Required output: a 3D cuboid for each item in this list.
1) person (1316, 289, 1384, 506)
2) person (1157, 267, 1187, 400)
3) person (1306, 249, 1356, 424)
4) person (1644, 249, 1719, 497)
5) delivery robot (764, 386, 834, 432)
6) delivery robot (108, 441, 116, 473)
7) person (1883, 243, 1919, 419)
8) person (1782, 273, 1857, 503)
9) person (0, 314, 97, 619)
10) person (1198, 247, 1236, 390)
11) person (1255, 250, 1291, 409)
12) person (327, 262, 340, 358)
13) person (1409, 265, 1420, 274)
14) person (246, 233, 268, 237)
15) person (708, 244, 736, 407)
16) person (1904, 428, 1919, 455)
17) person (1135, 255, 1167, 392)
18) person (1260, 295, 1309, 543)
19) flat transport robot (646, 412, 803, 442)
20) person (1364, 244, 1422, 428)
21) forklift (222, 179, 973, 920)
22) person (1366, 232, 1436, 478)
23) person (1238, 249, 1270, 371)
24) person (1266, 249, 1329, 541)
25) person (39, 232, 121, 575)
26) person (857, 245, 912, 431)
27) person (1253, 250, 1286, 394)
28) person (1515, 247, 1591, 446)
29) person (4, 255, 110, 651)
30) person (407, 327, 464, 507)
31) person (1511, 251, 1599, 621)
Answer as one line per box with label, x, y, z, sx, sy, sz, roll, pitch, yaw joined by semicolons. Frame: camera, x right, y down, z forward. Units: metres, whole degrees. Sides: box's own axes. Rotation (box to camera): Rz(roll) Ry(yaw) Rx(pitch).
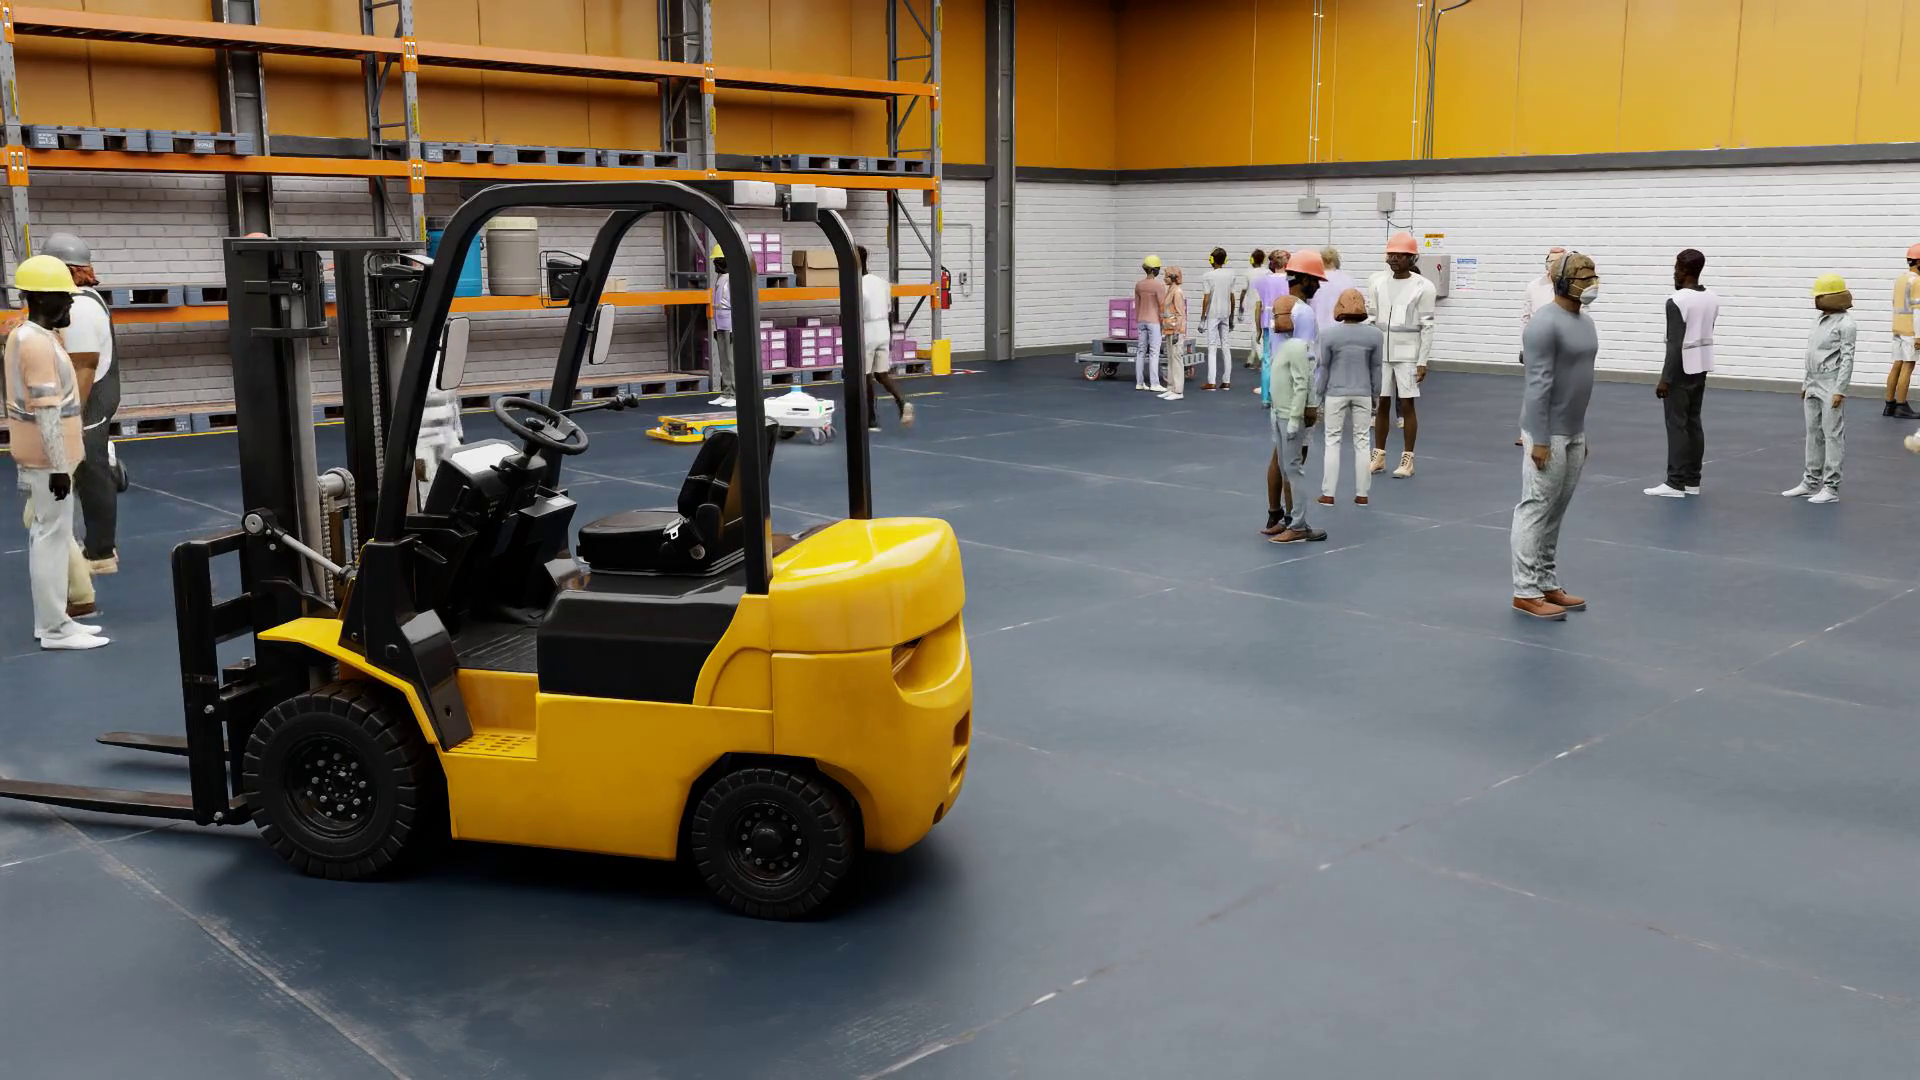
person;2.911;-1.061;12.463;0.501;1.626;0.278;0;10;0
person;2.632;-2.545;20.511;0.315;1.641;0.515;-1;10;-5
person;3.954;-2.208;18.077;0.649;1.877;1.056;3;11;17
person;5.628;-1.288;12.900;0.599;1.917;0.377;-8;13;-37
delivery robot;-1.596;-1.264;16.235;0.707;0.478;0.477;4;11;19
delivery robot;-6.965;-0.686;13.086;0.707;0.478;0.477;8;13;38
person;10.544;-2.312;18.434;0.360;1.935;0.552;1;10;5
person;6.562;-1.151;12.655;0.311;1.735;0.483;-1;10;-5
person;-4.778;-0.377;8.739;0.392;1.609;0.559;-2;11;-12
person;3.359;-2.890;21.767;0.521;1.874;0.328;-4;11;-21
person;3.699;-2.438;19.365;0.565;1.847;0.396;6;12;30
person;-4.747;-1.336;13.112;0.357;1.938;0.545;-4;11;-23
person;5.476;-2.525;20.288;0.538;1.674;0.606;2;11;10
person;-5.774;-1.509;13.770;0.388;2.039;0.615;-9;14;-42
person;-2.776;-2.541;19.710;0.371;1.927;0.588;-7;12;-32
person;9.056;-1.619;15.041;0.648;1.801;0.925;-1;10;-3
person;2.484;-2.811;21.612;0.307;1.772;0.525;-9;13;-39
person;2.168;-0.798;11.008;0.268;1.631;0.507;0;10;0
flat transport robot;-2.354;-1.151;16.650;1.431;0.197;0.652;-7;13;-35
person;4.563;-2.174;17.524;0.611;1.995;0.375;2;11;13
forklift;-1.114;-0.058;5.440;2.313;2.155;1.214;2;11;13
person;3.651;-1.540;13.925;0.608;2.048;0.365;9;14;42
person;4.463;-3.447;24.934;0.529;1.835;0.951;-3;11;-15
person;2.251;-0.959;11.077;0.366;1.931;0.542;-2;11;-13
person;-5.326;-0.811;9.965;0.537;2.000;0.682;-4;11;-23
person;-0.870;-2.039;16.976;0.678;1.927;0.678;9;14;41
person;4.025;-2.753;21.111;0.430;1.840;0.621;-7;13;-34
person;5.657;-1.833;15.906;0.636;1.910;0.406;7;13;34
person;-4.438;-0.423;8.161;0.381;1.924;0.593;-6;12;-31
person;-2.883;-0.539;9.009;0.402;1.856;0.684;3;11;16
person;3.183;-0.557;8.859;0.377;1.940;0.628;9;14;42
